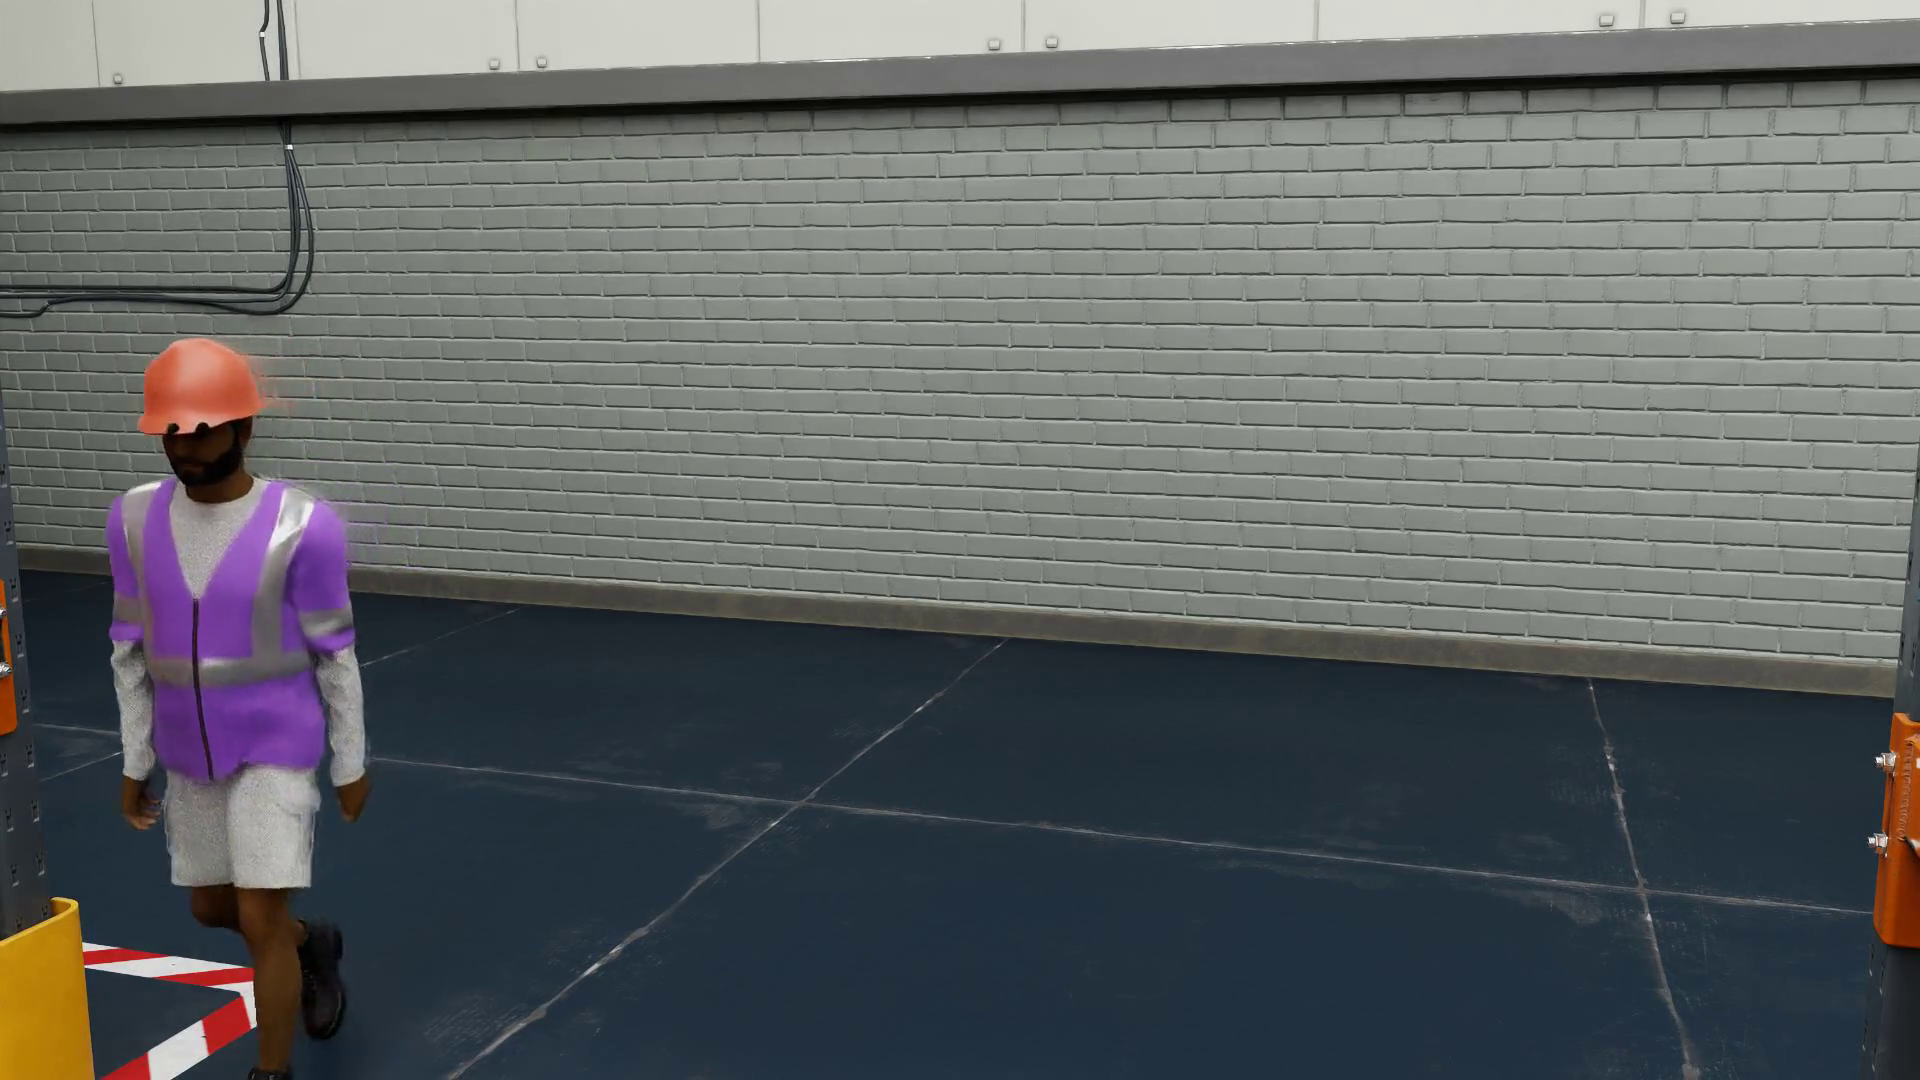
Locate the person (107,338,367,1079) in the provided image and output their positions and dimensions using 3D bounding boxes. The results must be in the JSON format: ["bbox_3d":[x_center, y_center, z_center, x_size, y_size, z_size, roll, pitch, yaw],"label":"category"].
[{"bbox_3d":[-1.674,0.462,3.990,0.560,1.913,0.788,1,10,5],"label":"person"}]
